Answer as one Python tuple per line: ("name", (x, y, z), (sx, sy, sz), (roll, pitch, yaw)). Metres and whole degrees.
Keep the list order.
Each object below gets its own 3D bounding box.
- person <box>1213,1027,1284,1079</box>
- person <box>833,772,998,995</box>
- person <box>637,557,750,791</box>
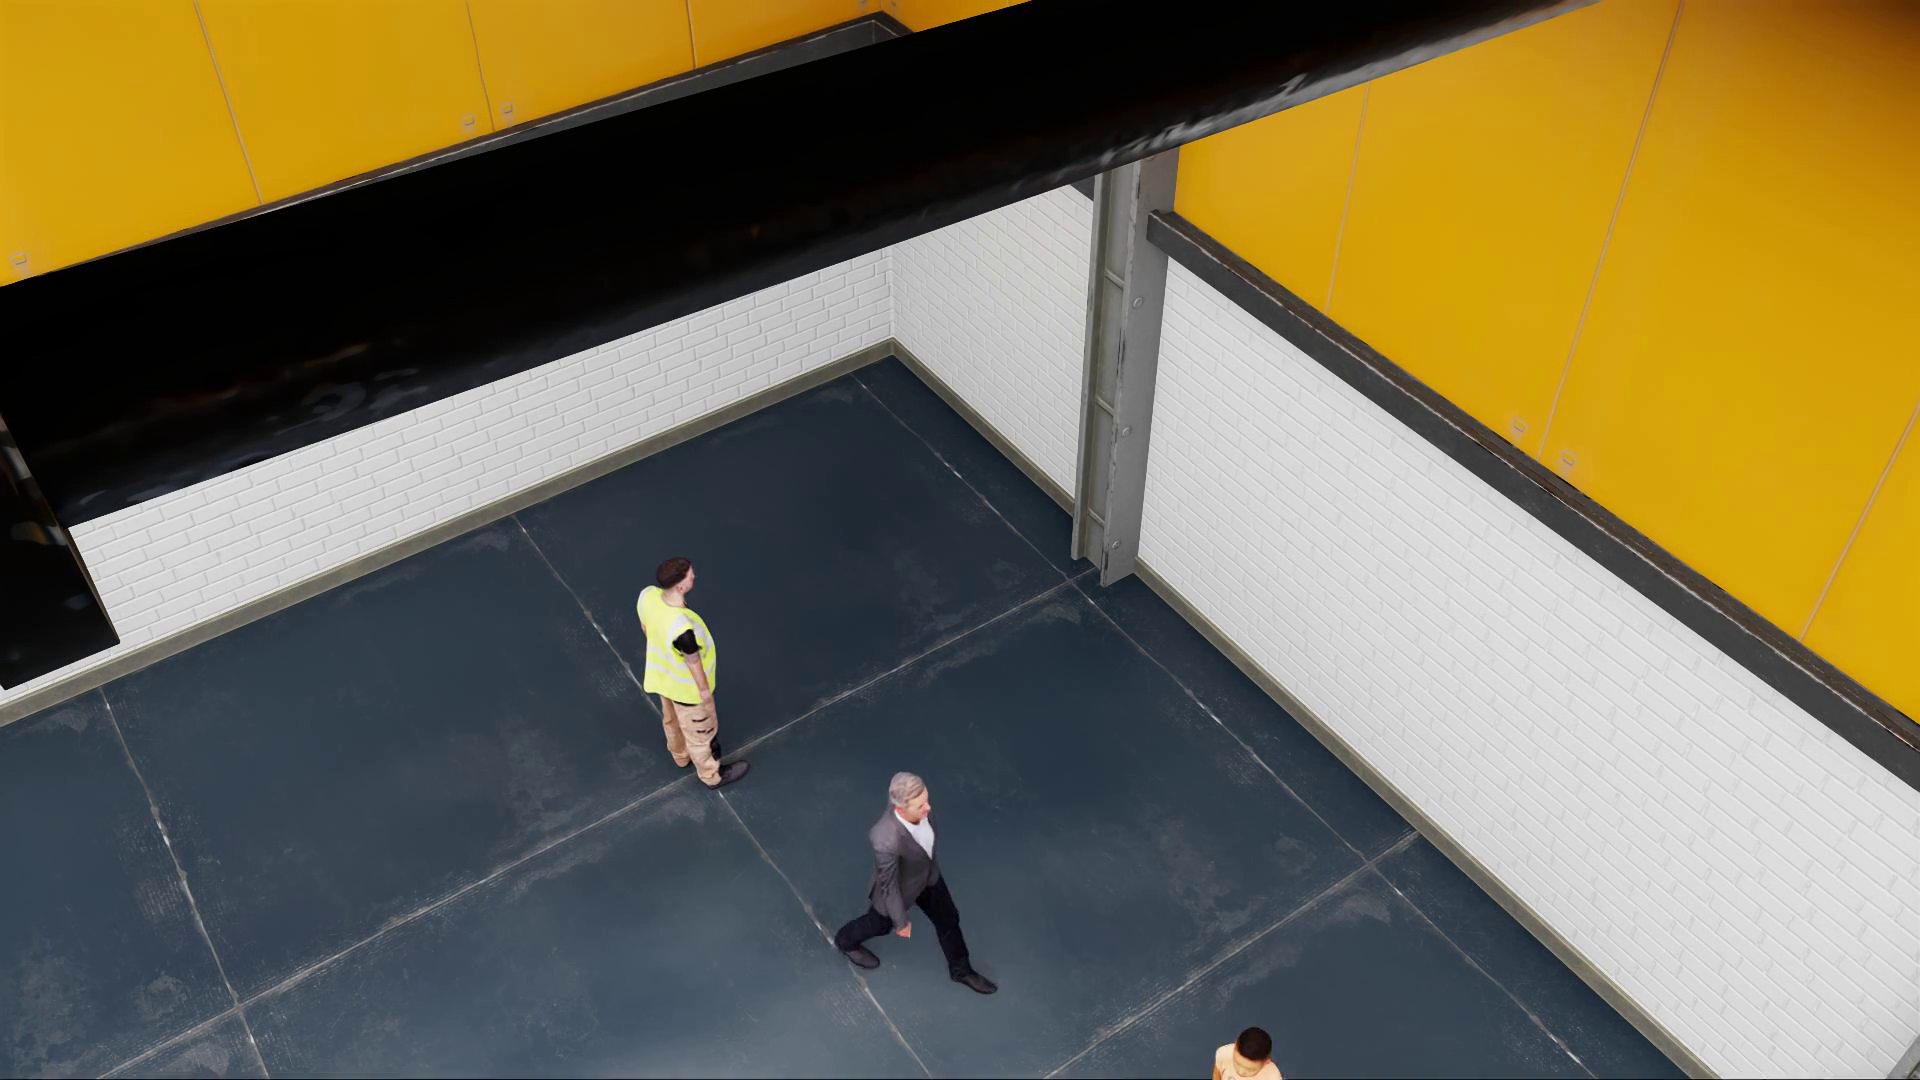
("person", (1.448, 2.795, 8.327), (0.958, 1.425, 0.875), (18, 47, 18))
("person", (-0.380, 1.855, 9.056), (1.342, 1.782, 1.114), (18, 47, 18))
("person", (-1.672, 0.810, 10.107), (0.779, 1.844, 0.681), (-31, 52, -28))
